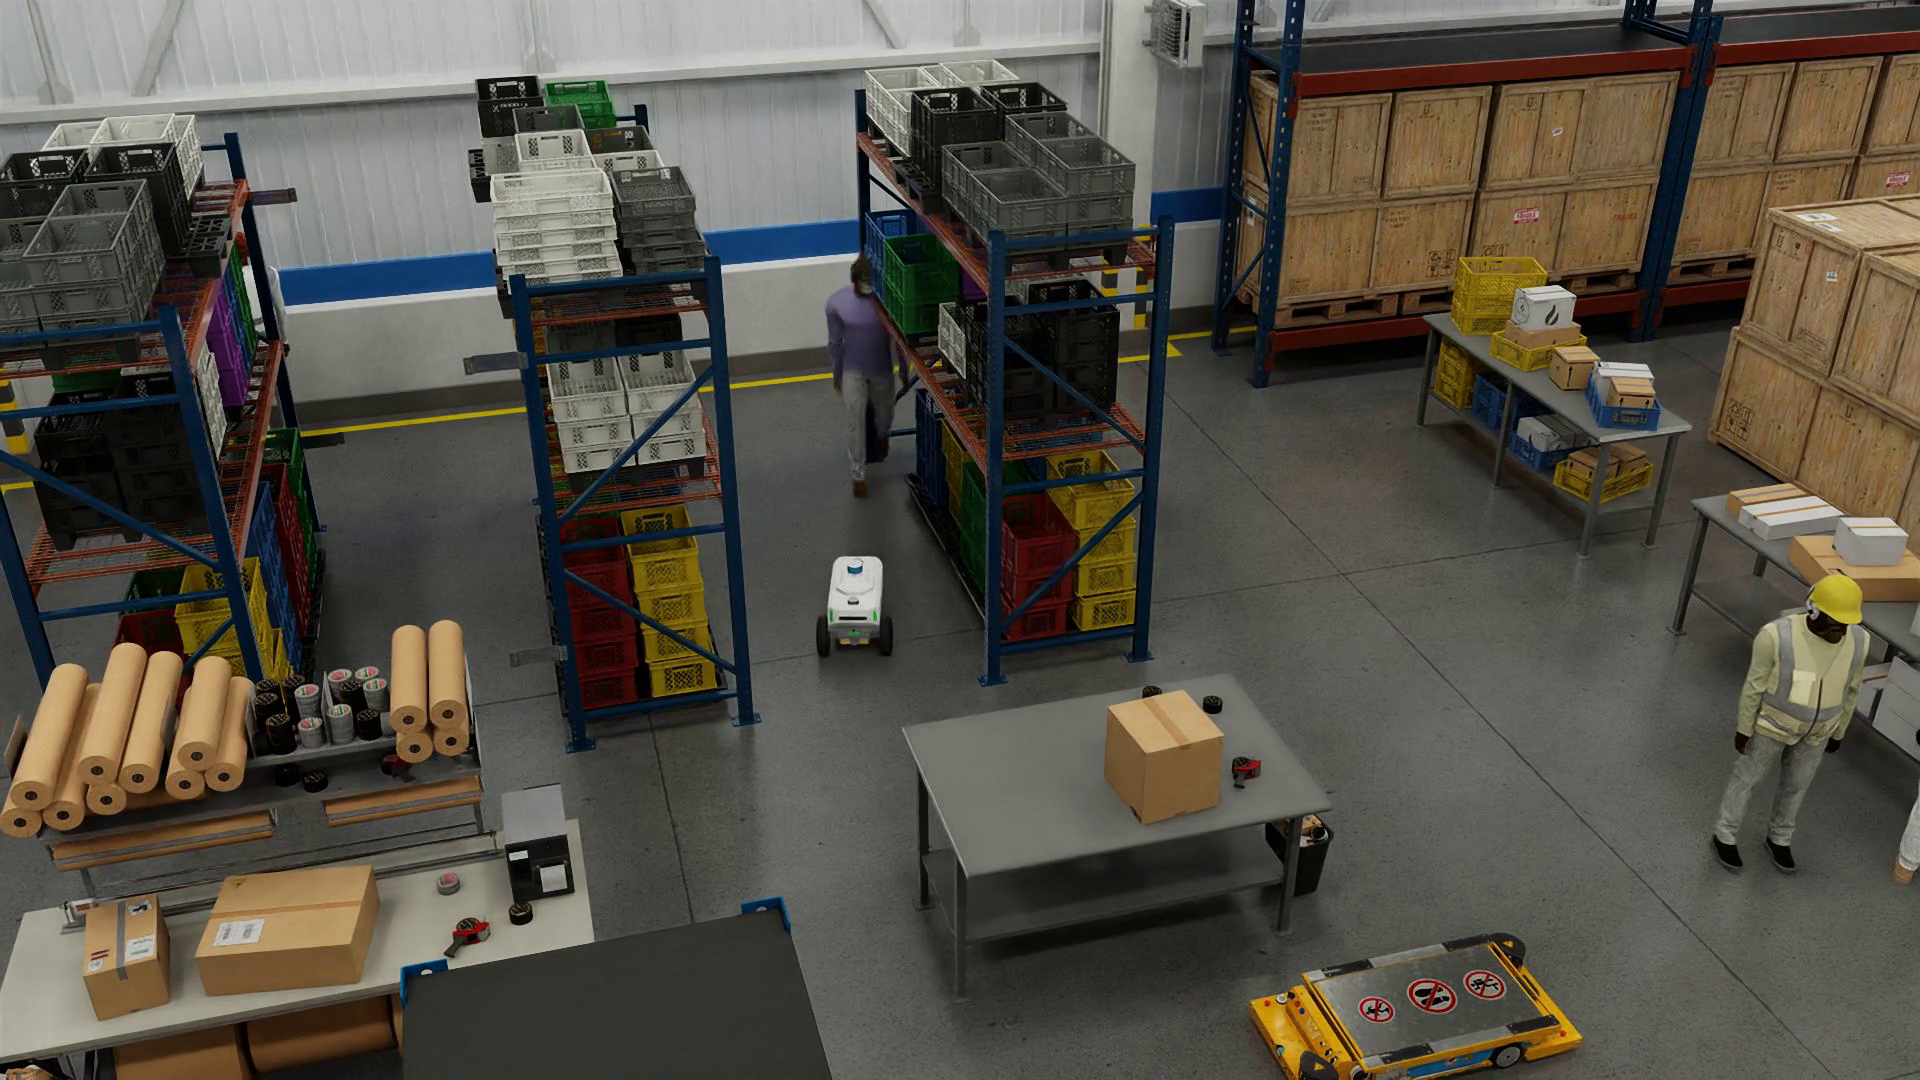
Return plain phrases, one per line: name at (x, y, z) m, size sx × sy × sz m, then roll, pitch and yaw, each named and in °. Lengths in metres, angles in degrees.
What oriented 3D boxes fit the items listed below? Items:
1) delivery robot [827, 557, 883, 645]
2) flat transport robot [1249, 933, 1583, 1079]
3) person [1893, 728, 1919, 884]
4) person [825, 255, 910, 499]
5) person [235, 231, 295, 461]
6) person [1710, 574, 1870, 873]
delivery robot at (-0.694, 0.365, 11.083) m, size 0.477 × 0.478 × 0.707 m, roll 0°, pitch 29°, yaw 0°
flat transport robot at (2.184, 2.282, 7.980) m, size 1.431 × 0.197 × 0.652 m, roll -8°, pitch 30°, yaw -14°
person at (5.282, 1.051, 8.601) m, size 0.619 × 1.845 × 0.430 m, roll 24°, pitch 37°, yaw 37°
person at (-0.705, -1.334, 12.874) m, size 0.642 × 1.911 × 0.781 m, roll -3°, pitch 29°, yaw -5°
person at (-5.633, -1.559, 13.323) m, size 0.356 × 1.879 × 0.578 m, roll 21°, pitch 35°, yaw 33°
person at (4.401, 0.968, 8.776) m, size 0.597 × 1.824 × 0.403 m, roll 1°, pitch 29°, yaw 3°
